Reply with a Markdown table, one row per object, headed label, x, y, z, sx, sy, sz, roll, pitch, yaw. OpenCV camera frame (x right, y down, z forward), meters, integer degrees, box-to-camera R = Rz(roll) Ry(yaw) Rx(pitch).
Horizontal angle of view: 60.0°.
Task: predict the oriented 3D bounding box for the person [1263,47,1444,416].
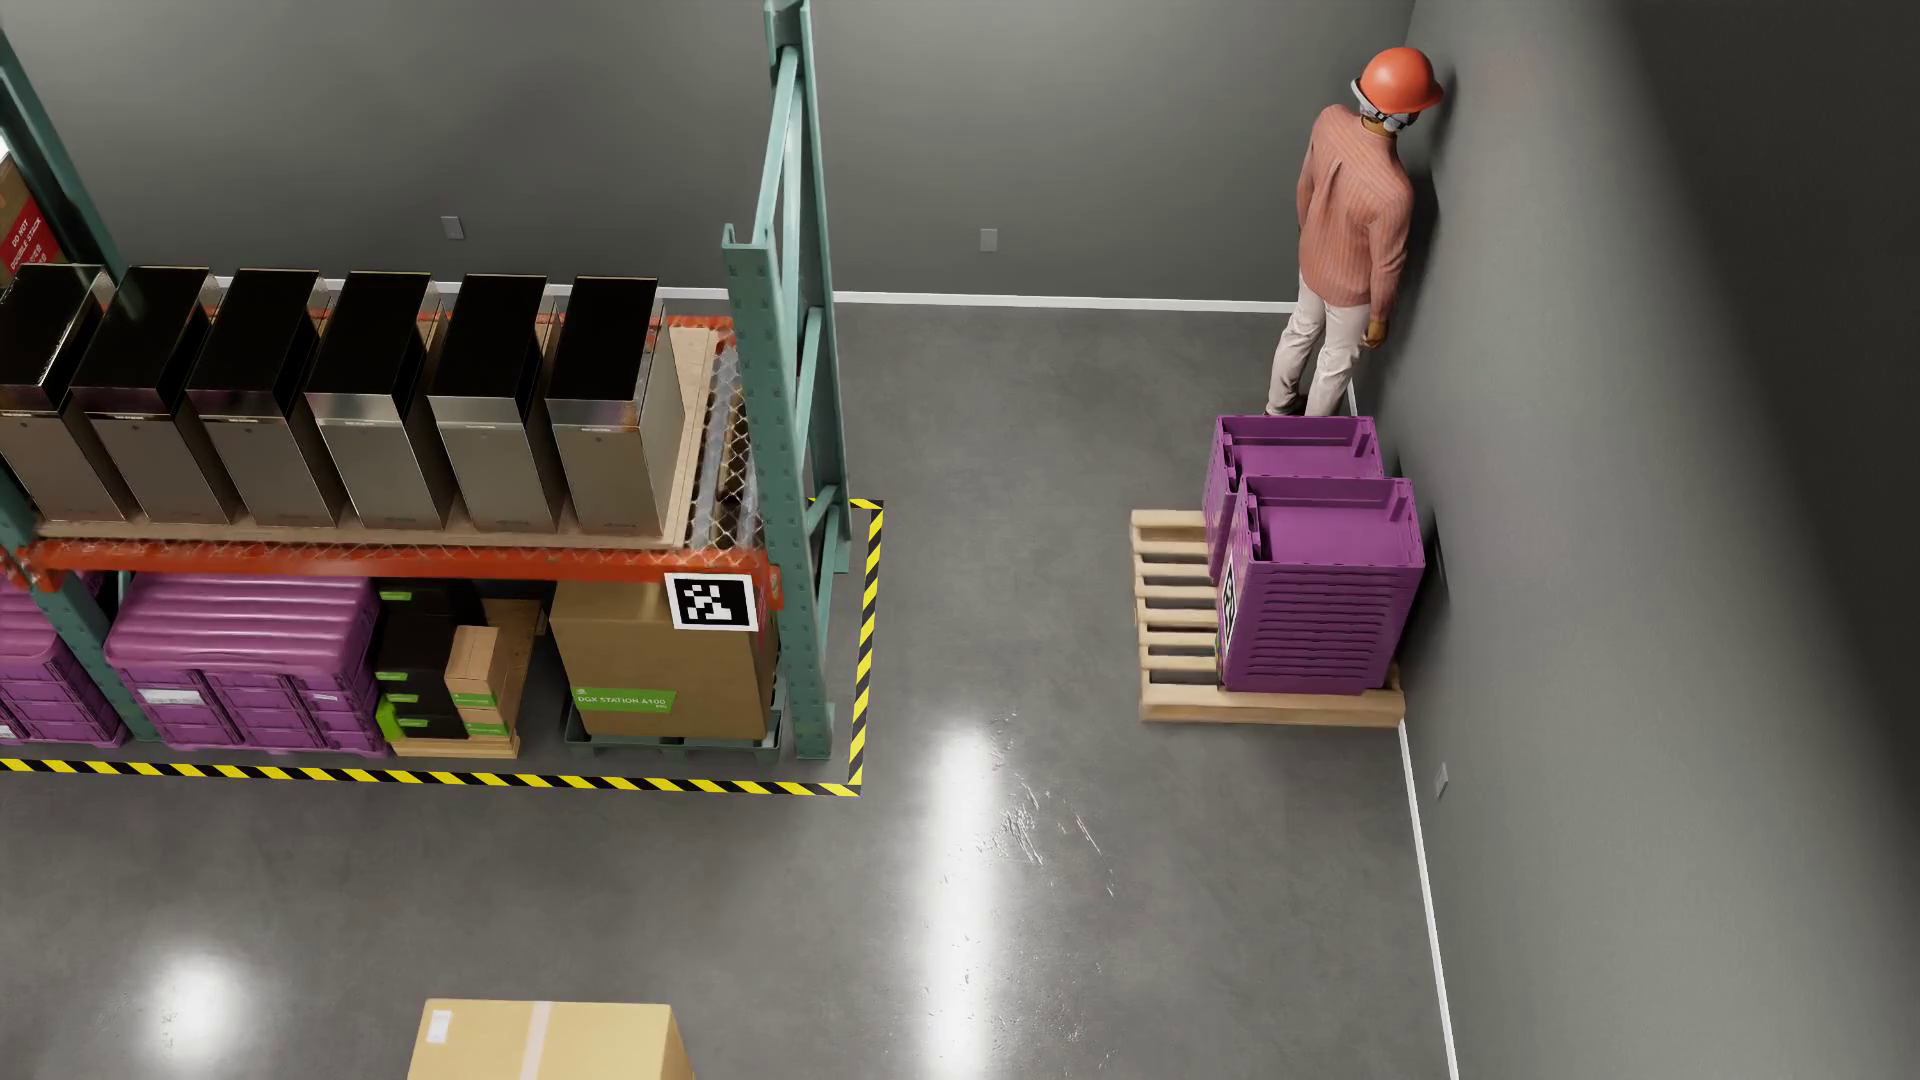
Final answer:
| label | x | y | z | sx | sy | sz | roll | pitch | yaw |
| --- | --- | --- | --- | --- | --- | --- | --- | --- | --- |
| person | 1.512 | -1.056 | 6.489 | 0.384 | 1.993 | 0.622 | -18 | 54 | -14 |
